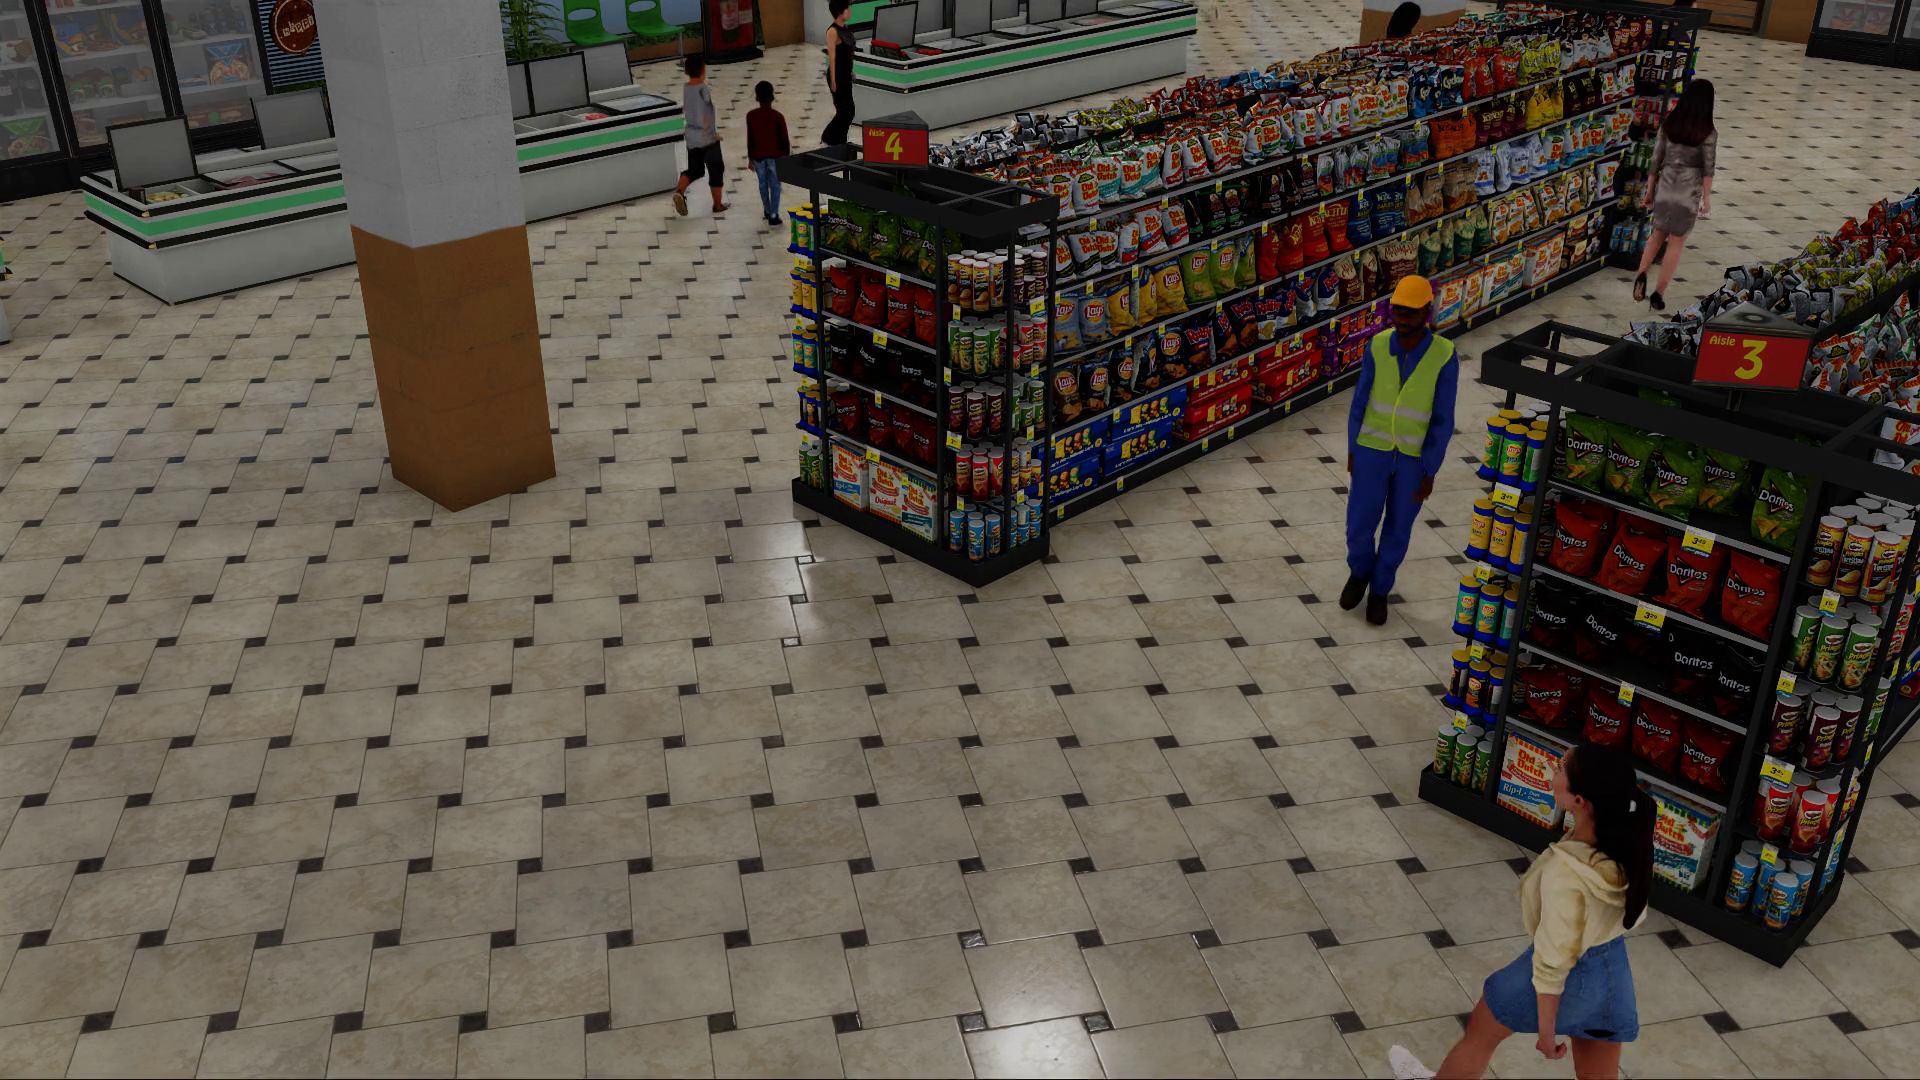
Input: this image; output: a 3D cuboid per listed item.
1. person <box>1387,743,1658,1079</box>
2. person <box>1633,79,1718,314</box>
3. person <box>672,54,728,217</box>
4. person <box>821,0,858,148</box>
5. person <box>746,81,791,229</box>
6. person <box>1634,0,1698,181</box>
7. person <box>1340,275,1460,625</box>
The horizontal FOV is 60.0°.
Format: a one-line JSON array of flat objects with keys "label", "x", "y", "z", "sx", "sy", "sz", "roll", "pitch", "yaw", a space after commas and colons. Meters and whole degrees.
[{"label": "person", "x": 1.845, "y": 1.349, "z": 4.842, "sx": 1.121, "sy": 1.577, "sz": 0.874, "roll": -16, "pitch": 31, "yaw": -28}, {"label": "person", "x": 5.241, "y": -2.489, "z": 12.235, "sx": 0.697, "sy": 1.736, "sz": 0.594, "roll": -24, "pitch": 35, "yaw": -38}, {"label": "person", "x": -2.344, "y": -3.616, "z": 14.782, "sx": 0.752, "sy": 1.441, "sz": 0.954, "roll": 15, "pitch": 30, "yaw": 27}, {"label": "person", "x": -1.263, "y": -4.584, "z": 16.526, "sx": 0.773, "sy": 1.591, "sz": 0.696, "roll": 5, "pitch": 27, "yaw": 10}, {"label": "person", "x": -1.678, "y": -3.322, "z": 14.421, "sx": 0.696, "sy": 1.244, "sz": 0.774, "roll": 3, "pitch": 27, "yaw": 6}, {"label": "person", "x": 6.371, "y": -3.995, "z": 15.092, "sx": 0.819, "sy": 1.837, "sz": 0.762, "roll": 0, "pitch": 27, "yaw": -1}, {"label": "person", "x": 2.161, "y": -0.451, "z": 8.146, "sx": 0.785, "sy": 1.798, "sz": 0.820, "roll": 11, "pitch": 29, "yaw": 21}]
